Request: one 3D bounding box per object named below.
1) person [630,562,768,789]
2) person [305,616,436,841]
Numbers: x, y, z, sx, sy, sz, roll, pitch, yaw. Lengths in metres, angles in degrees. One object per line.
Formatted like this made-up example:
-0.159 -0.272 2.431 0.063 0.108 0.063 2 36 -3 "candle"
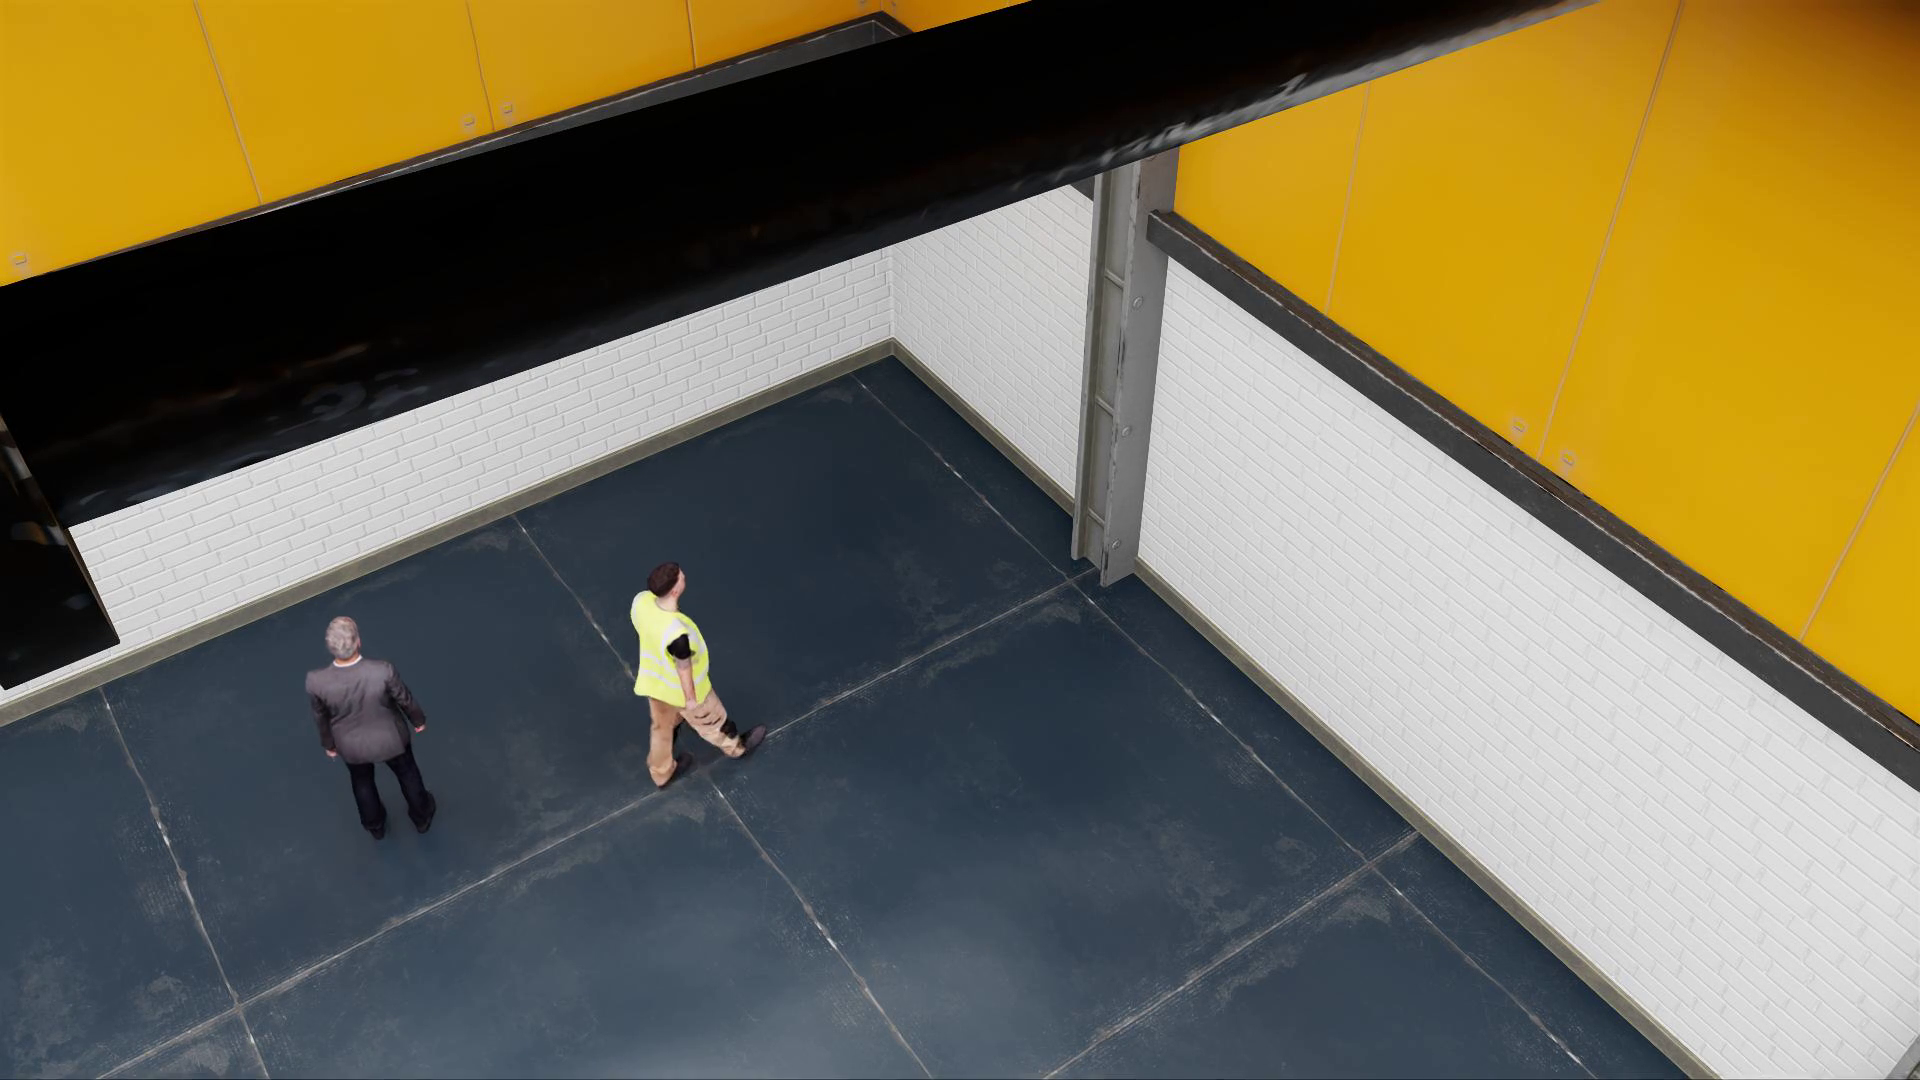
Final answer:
-1.759 0.864 10.072 0.872 1.815 1.004 -33 53 -30 "person"
-3.443 1.149 9.760 0.854 1.833 0.804 -10 45 -11 "person"
